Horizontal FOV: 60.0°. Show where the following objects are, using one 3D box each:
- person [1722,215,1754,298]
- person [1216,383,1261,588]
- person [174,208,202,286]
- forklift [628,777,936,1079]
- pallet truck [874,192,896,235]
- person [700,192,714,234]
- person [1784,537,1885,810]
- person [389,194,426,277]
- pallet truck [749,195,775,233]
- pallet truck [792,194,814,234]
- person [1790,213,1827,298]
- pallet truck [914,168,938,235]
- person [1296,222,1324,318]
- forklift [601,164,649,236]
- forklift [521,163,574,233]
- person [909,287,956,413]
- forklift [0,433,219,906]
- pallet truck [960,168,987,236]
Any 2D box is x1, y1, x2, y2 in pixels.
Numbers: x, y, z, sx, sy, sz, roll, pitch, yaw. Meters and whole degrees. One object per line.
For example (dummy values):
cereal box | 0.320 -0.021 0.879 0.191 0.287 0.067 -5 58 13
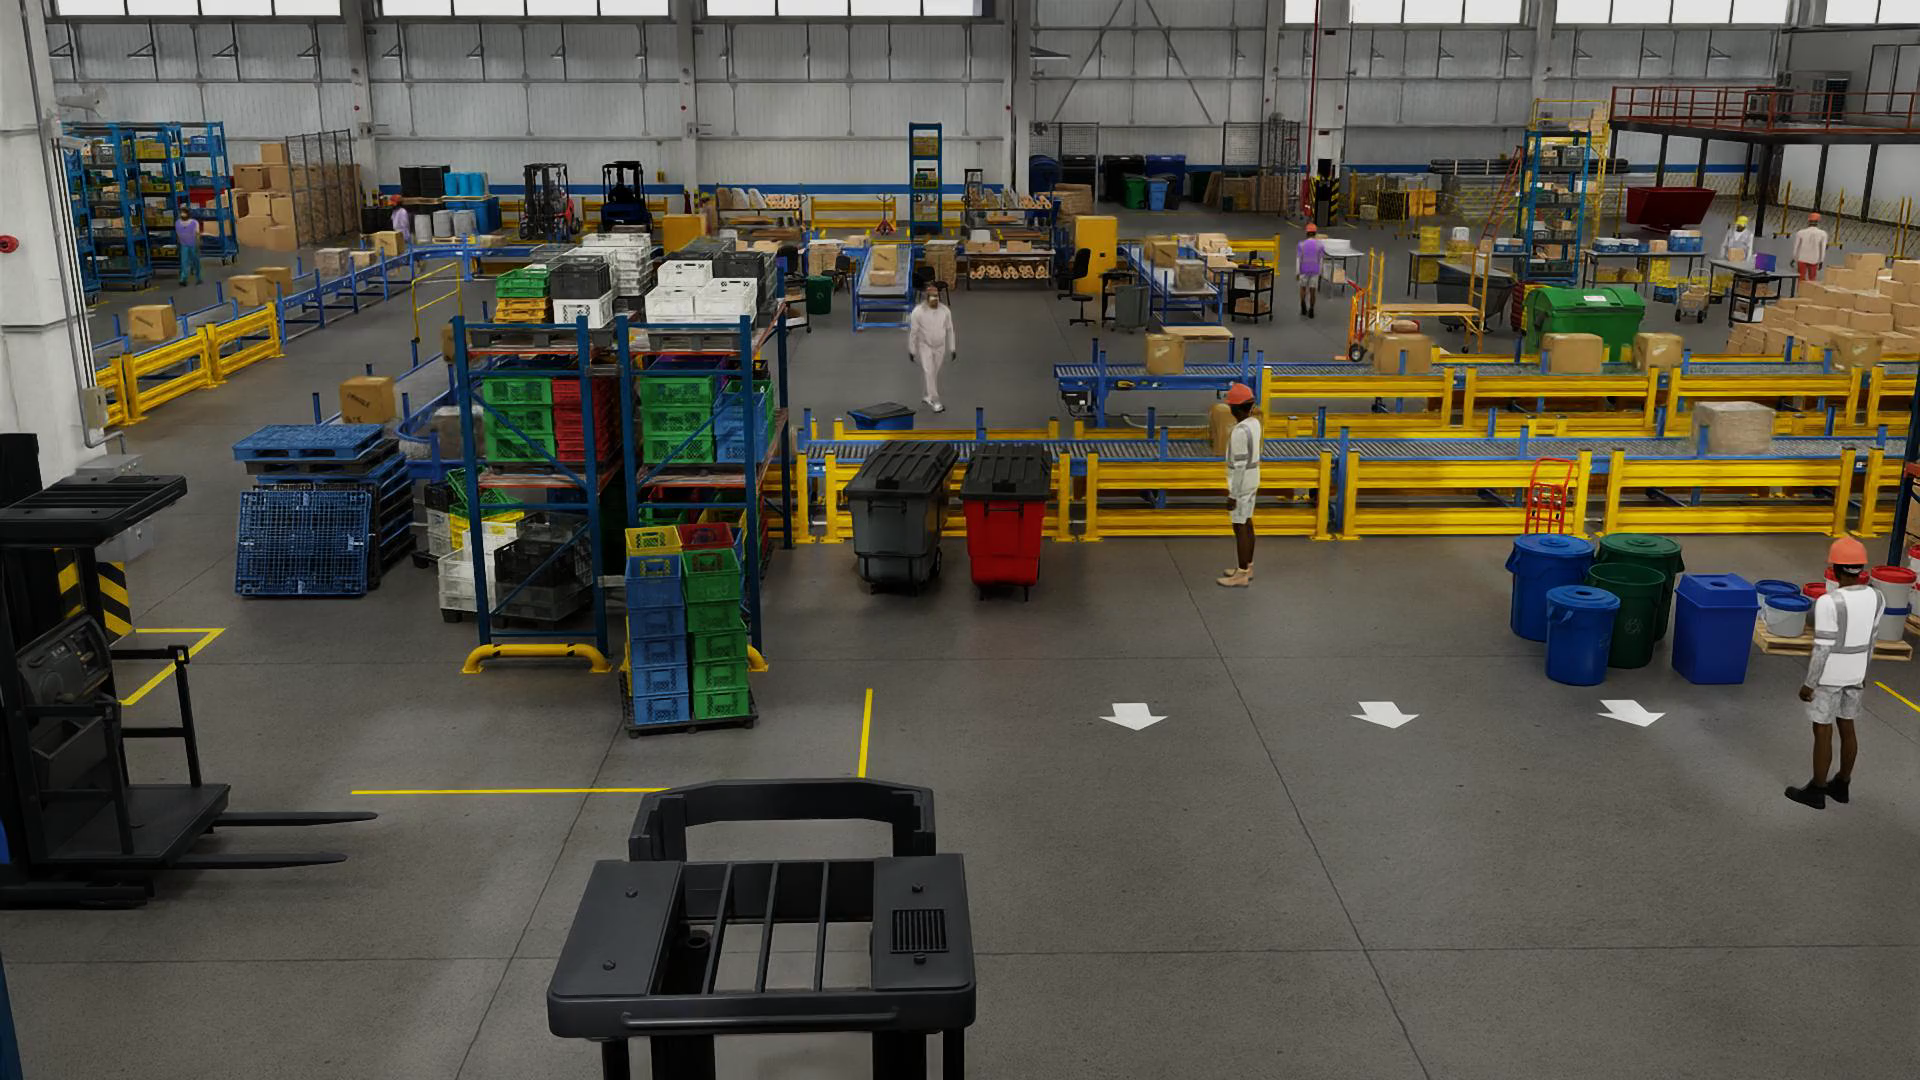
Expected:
person | 17.072 -6.219 36.584 0.604 1.824 0.403 14 21 40
person | 2.754 -0.534 16.428 0.395 2.040 0.609 7 18 24
person | -17.931 -6.795 38.624 0.572 1.802 0.939 -2 16 -6
forklift | -0.542 2.165 5.552 1.129 2.768 1.873 -1 16 -2
pallet truck | -2.277 -9.986 50.594 0.653 1.274 1.630 0 16 -1
person | -6.639 -8.370 44.201 0.667 1.750 0.530 -10 19 -30
person | 6.068 0.925 11.554 0.547 1.930 0.384 -6 17 -19
person | -13.476 -7.404 40.387 0.818 2.010 0.635 -15 22 -42
pallet truck | -6.051 -9.967 50.660 0.680 1.201 1.601 0 16 -1
pallet truck | -4.814 -9.883 50.259 0.704 1.261 1.522 -1 16 -3
person | 18.113 -6.002 35.561 0.629 1.965 0.798 6 17 20
pallet truck | -0.989 -10.316 50.507 0.823 1.965 1.885 1 16 3
person | 7.117 -5.487 33.866 0.544 1.921 0.467 3 16 11
forklift | -9.948 -10.127 49.296 1.157 1.987 2.680 -1 16 -3
forklift | -12.233 -10.122 49.298 1.157 1.987 2.680 0 16 -1
person | -0.401 -2.865 24.874 0.663 1.849 1.043 -8 18 -26
forklift | -5.952 0.780 10.366 1.873 2.768 1.129 0 16 -1
pallet truck | 0.383 -10.230 50.206 0.823 1.965 1.885 -1 16 -3
